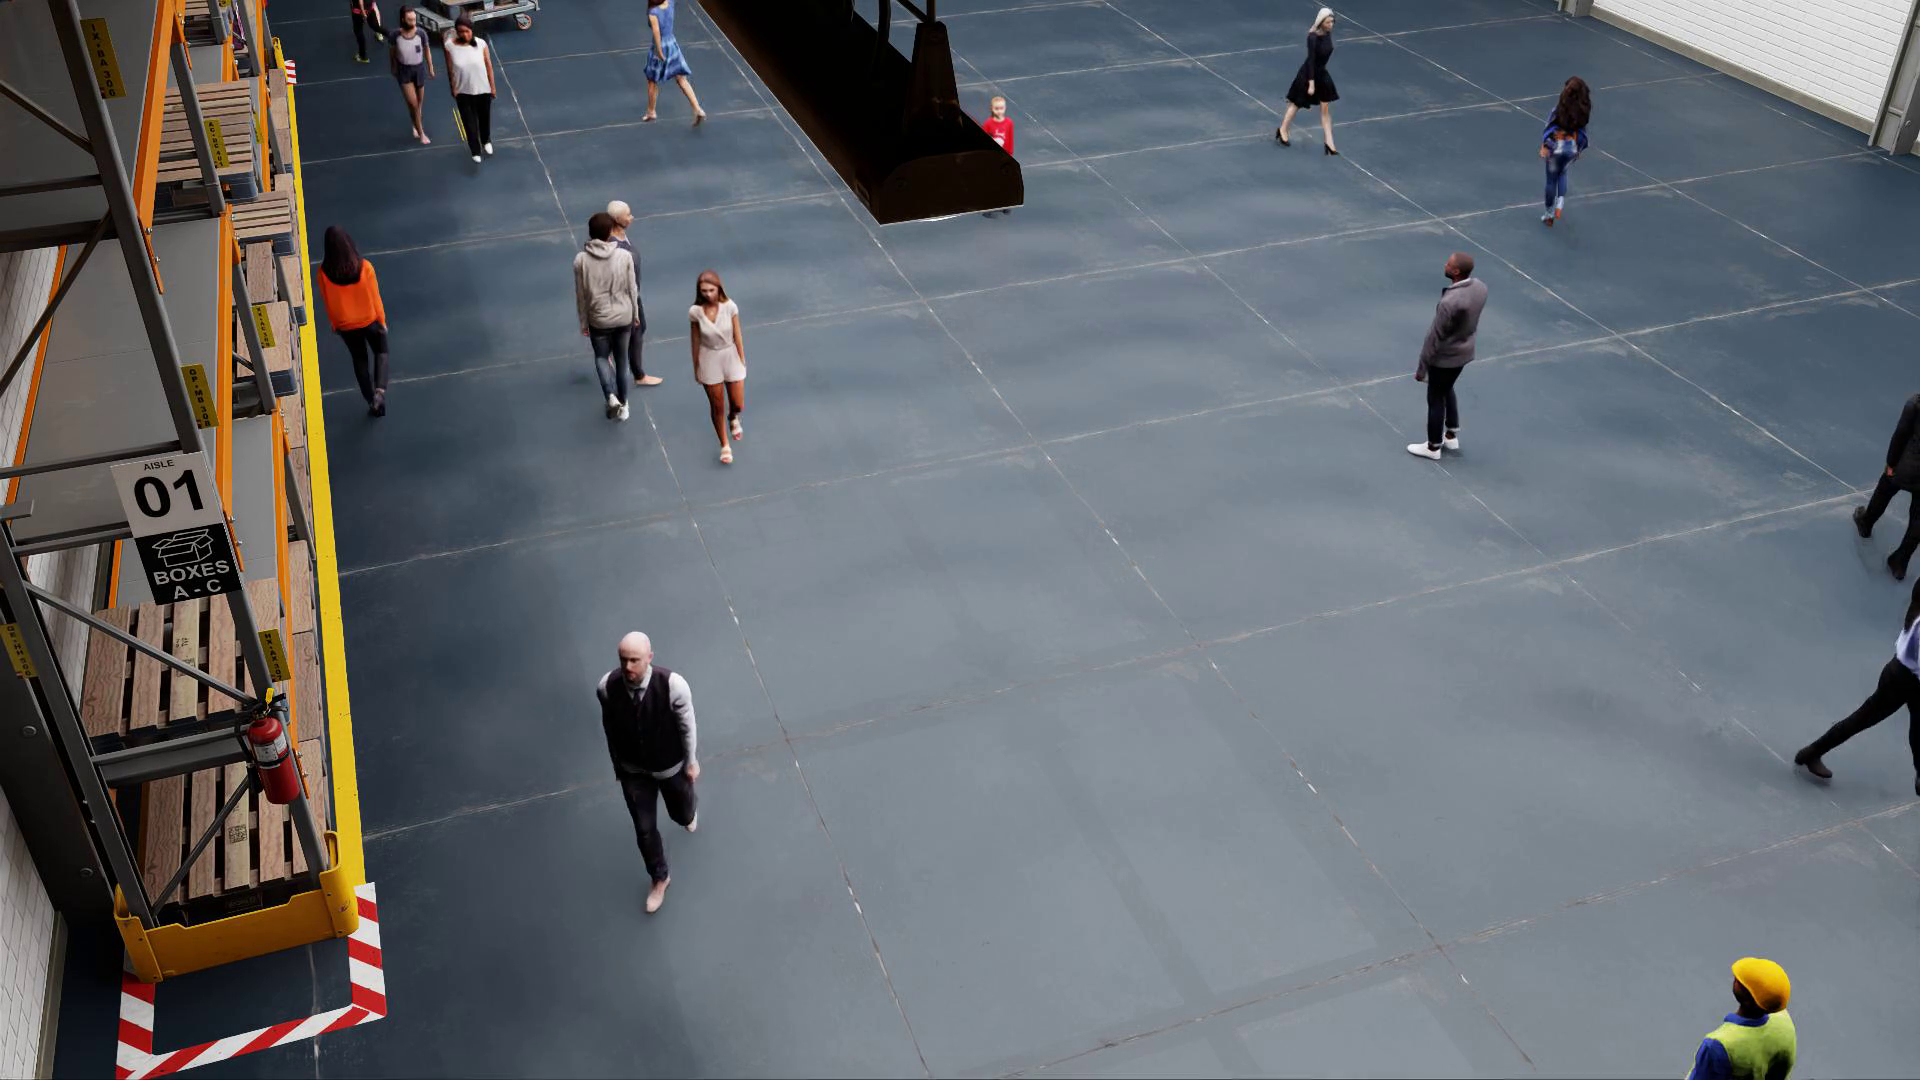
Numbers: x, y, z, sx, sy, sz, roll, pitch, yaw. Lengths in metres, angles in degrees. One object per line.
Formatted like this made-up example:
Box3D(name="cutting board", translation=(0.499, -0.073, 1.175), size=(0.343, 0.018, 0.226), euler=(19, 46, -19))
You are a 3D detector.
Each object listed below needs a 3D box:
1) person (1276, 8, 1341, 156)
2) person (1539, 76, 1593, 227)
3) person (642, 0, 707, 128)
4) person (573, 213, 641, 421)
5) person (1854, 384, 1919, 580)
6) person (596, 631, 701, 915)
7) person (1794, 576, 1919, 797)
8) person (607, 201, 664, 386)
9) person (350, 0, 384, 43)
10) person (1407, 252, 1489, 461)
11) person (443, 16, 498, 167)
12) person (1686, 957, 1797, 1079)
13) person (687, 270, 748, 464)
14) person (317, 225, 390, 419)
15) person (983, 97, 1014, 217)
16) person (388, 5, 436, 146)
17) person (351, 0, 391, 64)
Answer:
Box3D(name="person", translation=(4.037, -5.351, 19.388), size=(1.232, 1.698, 0.924), euler=(26, 41, 33))
Box3D(name="person", translation=(6.372, -4.074, 17.544), size=(0.673, 1.613, 0.669), euler=(-3, 34, -5))
Box3D(name="person", translation=(-3.462, -5.793, 19.990), size=(1.204, 1.769, 1.070), euler=(19, 38, 26))
Box3D(name="person", translation=(-2.910, -1.800, 13.928), size=(0.681, 1.828, 0.852), euler=(-12, 35, -17))
Box3D(name="person", translation=(6.981, -0.499, 12.050), size=(0.979, 1.741, 1.107), euler=(9, 35, 14))
Box3D(name="person", translation=(-1.696, 1.223, 9.403), size=(0.928, 1.804, 1.121), euler=(2, 34, 3))
Box3D(name="person", translation=(5.608, 0.853, 10.061), size=(1.229, 1.691, 1.121), euler=(17, 37, 24))
Box3D(name="person", translation=(-3.001, -2.146, 14.552), size=(0.842, 1.714, 0.859), euler=(-1, 34, -1))
Box3D(name="person", translation=(-8.259, -7.747, 22.904), size=(0.834, 1.796, 1.264), euler=(-20, 39, -28))
Box3D(name="person", translation=(3.999, -1.477, 13.453), size=(0.823, 1.816, 0.746), euler=(-26, 41, -33))
Box3D(name="person", translation=(-5.635, -5.230, 19.246), size=(0.651, 1.654, 1.040), euler=(-11, 35, -16))
Box3D(name="person", translation=(3.431, 2.563, 7.385), size=(0.698, 1.804, 0.919), euler=(-14, 36, -20))
Box3D(name="person", translation=(-1.953, -1.460, 13.549), size=(0.670, 1.681, 0.760), euler=(-5, 34, -8))
Box3D(name="person", translation=(-5.055, -1.767, 13.968), size=(0.710, 1.730, 0.804), euler=(-6, 34, -9))
Box3D(name="person", translation=(0.406, -4.152, 17.961), size=(0.517, 1.281, 0.519), euler=(-7, 34, -10))
Box3D(name="person", translation=(-6.563, -5.526, 19.737), size=(0.718, 1.603, 0.895), euler=(-16, 37, -22))
Box3D(name="person", translation=(-7.906, -7.153, 22.248), size=(0.873, 1.533, 0.974), euler=(3, 34, 5))
